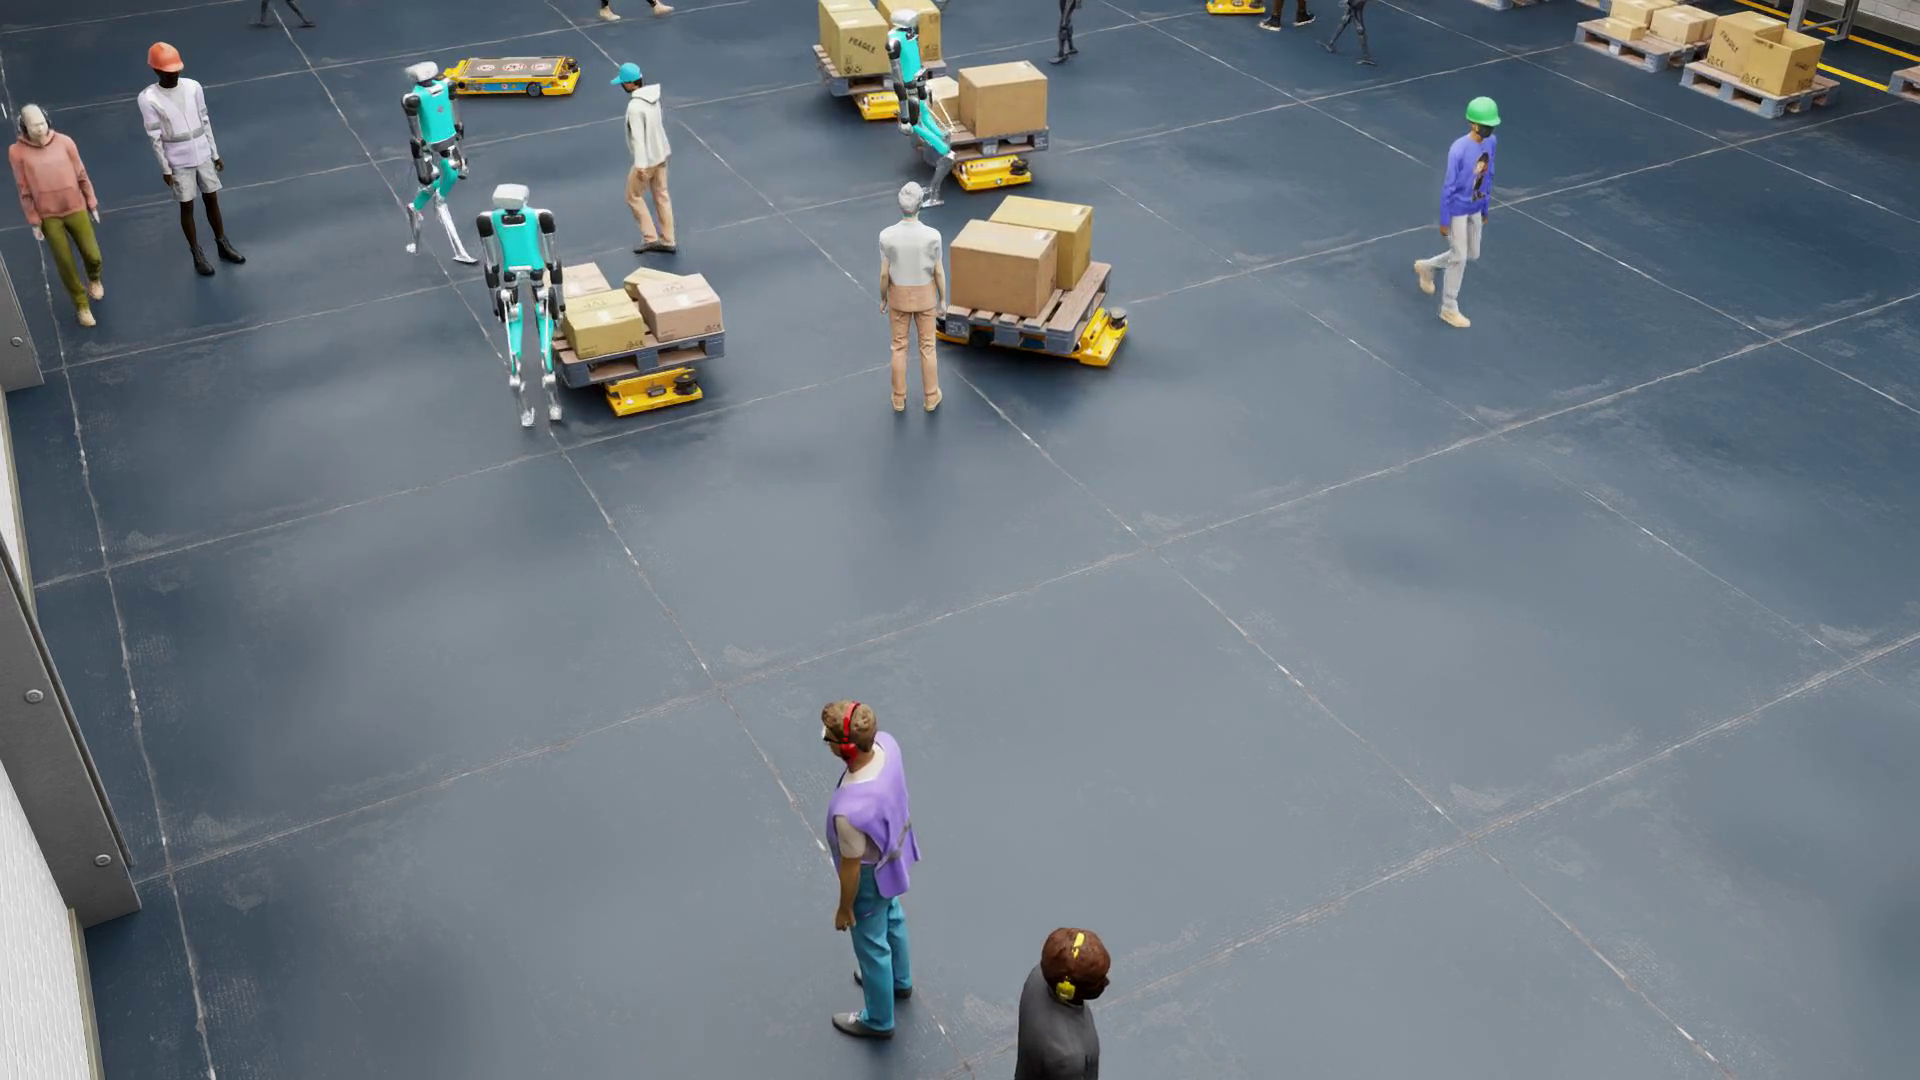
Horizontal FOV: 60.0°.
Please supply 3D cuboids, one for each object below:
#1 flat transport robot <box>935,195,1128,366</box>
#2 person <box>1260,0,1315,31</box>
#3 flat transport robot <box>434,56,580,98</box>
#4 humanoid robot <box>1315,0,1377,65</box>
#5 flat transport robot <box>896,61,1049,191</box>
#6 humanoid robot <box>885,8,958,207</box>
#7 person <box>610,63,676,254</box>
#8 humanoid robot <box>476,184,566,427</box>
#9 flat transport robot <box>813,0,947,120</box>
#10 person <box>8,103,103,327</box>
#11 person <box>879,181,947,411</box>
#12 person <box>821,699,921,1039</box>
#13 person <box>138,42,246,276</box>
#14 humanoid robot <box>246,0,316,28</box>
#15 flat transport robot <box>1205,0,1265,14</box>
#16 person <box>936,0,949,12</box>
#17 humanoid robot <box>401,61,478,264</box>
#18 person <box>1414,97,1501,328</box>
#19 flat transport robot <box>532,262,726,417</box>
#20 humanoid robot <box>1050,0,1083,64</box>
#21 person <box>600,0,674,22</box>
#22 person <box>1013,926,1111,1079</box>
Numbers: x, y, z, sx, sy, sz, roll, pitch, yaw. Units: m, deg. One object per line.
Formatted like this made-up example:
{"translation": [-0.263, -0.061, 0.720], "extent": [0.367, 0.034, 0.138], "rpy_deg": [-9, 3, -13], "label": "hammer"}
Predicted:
{"translation": [0.555, -1.703, 13.147], "extent": [1.431, 0.231, 0.659], "rpy_deg": [11, 37, 15], "label": "flat transport robot"}
{"translation": [3.847, -6.846, 19.052], "extent": [0.657, 1.934, 0.558], "rpy_deg": [7, 36, 10], "label": "person"}
{"translation": [-4.831, -4.946, 17.777], "extent": [1.431, 0.231, 0.659], "rpy_deg": [-2, 35, -2], "label": "flat transport robot"}
{"translation": [4.308, -6.041, 18.151], "extent": [0.785, 1.625, 0.609], "rpy_deg": [17, 38, 22], "label": "humanoid robot"}
{"translation": [0.122, -3.759, 16.082], "extent": [0.659, 0.231, 1.431], "rpy_deg": [-12, 37, -16], "label": "flat transport robot"}
{"translation": [-0.262, -3.843, 14.904], "extent": [0.749, 1.763, 0.550], "rpy_deg": [12, 37, 17], "label": "humanoid robot"}
{"translation": [-2.667, -3.212, 14.096], "extent": [0.487, 1.638, 0.494], "rpy_deg": [11, 36, 15], "label": "person"}
{"translation": [-3.034, -1.560, 11.635], "extent": [0.532, 1.763, 0.699], "rpy_deg": [-3, 35, -5], "label": "humanoid robot"}
{"translation": [-0.842, -4.789, 17.554], "extent": [0.659, 0.231, 1.431], "rpy_deg": [-9, 36, -13], "label": "flat transport robot"}
{"translation": [-7.048, -2.579, 13.052], "extent": [0.518, 1.823, 0.487], "rpy_deg": [-18, 39, -24], "label": "person"}
{"translation": [-0.337, -1.727, 11.892], "extent": [0.490, 1.746, 0.310], "rpy_deg": [1, 35, 2], "label": "person"}
{"translation": [-0.379, 1.448, 7.291], "extent": [0.402, 1.833, 0.557], "rpy_deg": [8, 36, 11], "label": "person"}
{"translation": [-6.383, -3.164, 13.782], "extent": [0.354, 1.936, 0.543], "rpy_deg": [24, 41, 30], "label": "person"}
{"translation": [-7.959, -6.664, 19.051], "extent": [0.786, 1.624, 0.608], "rpy_deg": [-6, 35, -8], "label": "humanoid robot"}
{"translation": [3.269, -6.732, 20.327], "extent": [0.659, 0.231, 1.431], "rpy_deg": [-2, 35, -3], "label": "flat transport robot"}
{"translation": [-0.455, -7.050, 19.418], "extent": [0.641, 1.827, 0.611], "rpy_deg": [3, 35, 4], "label": "person"}
{"translation": [-4.526, -3.153, 14.005], "extent": [0.842, 1.843, 0.533], "rpy_deg": [20, 40, 26], "label": "humanoid robot"}
{"translation": [3.924, -2.615, 13.072], "extent": [0.472, 1.852, 0.621], "rpy_deg": [-21, 40, -28], "label": "person"}
{"translation": [-2.502, -1.402, 12.718], "extent": [0.659, 0.231, 1.431], "rpy_deg": [-15, 38, -20], "label": "flat transport robot"}
{"translation": [1.178, -6.080, 18.177], "extent": [0.474, 1.638, 0.610], "rpy_deg": [-21, 40, -27], "label": "humanoid robot"}
{"translation": [-3.865, -6.840, 19.275], "extent": [0.886, 1.649, 0.546], "rpy_deg": [7, 36, 9], "label": "person"}
{"translation": [0.367, 2.145, 6.256], "extent": [0.350, 1.872, 0.493], "rpy_deg": [-5, 35, -7], "label": "person"}
